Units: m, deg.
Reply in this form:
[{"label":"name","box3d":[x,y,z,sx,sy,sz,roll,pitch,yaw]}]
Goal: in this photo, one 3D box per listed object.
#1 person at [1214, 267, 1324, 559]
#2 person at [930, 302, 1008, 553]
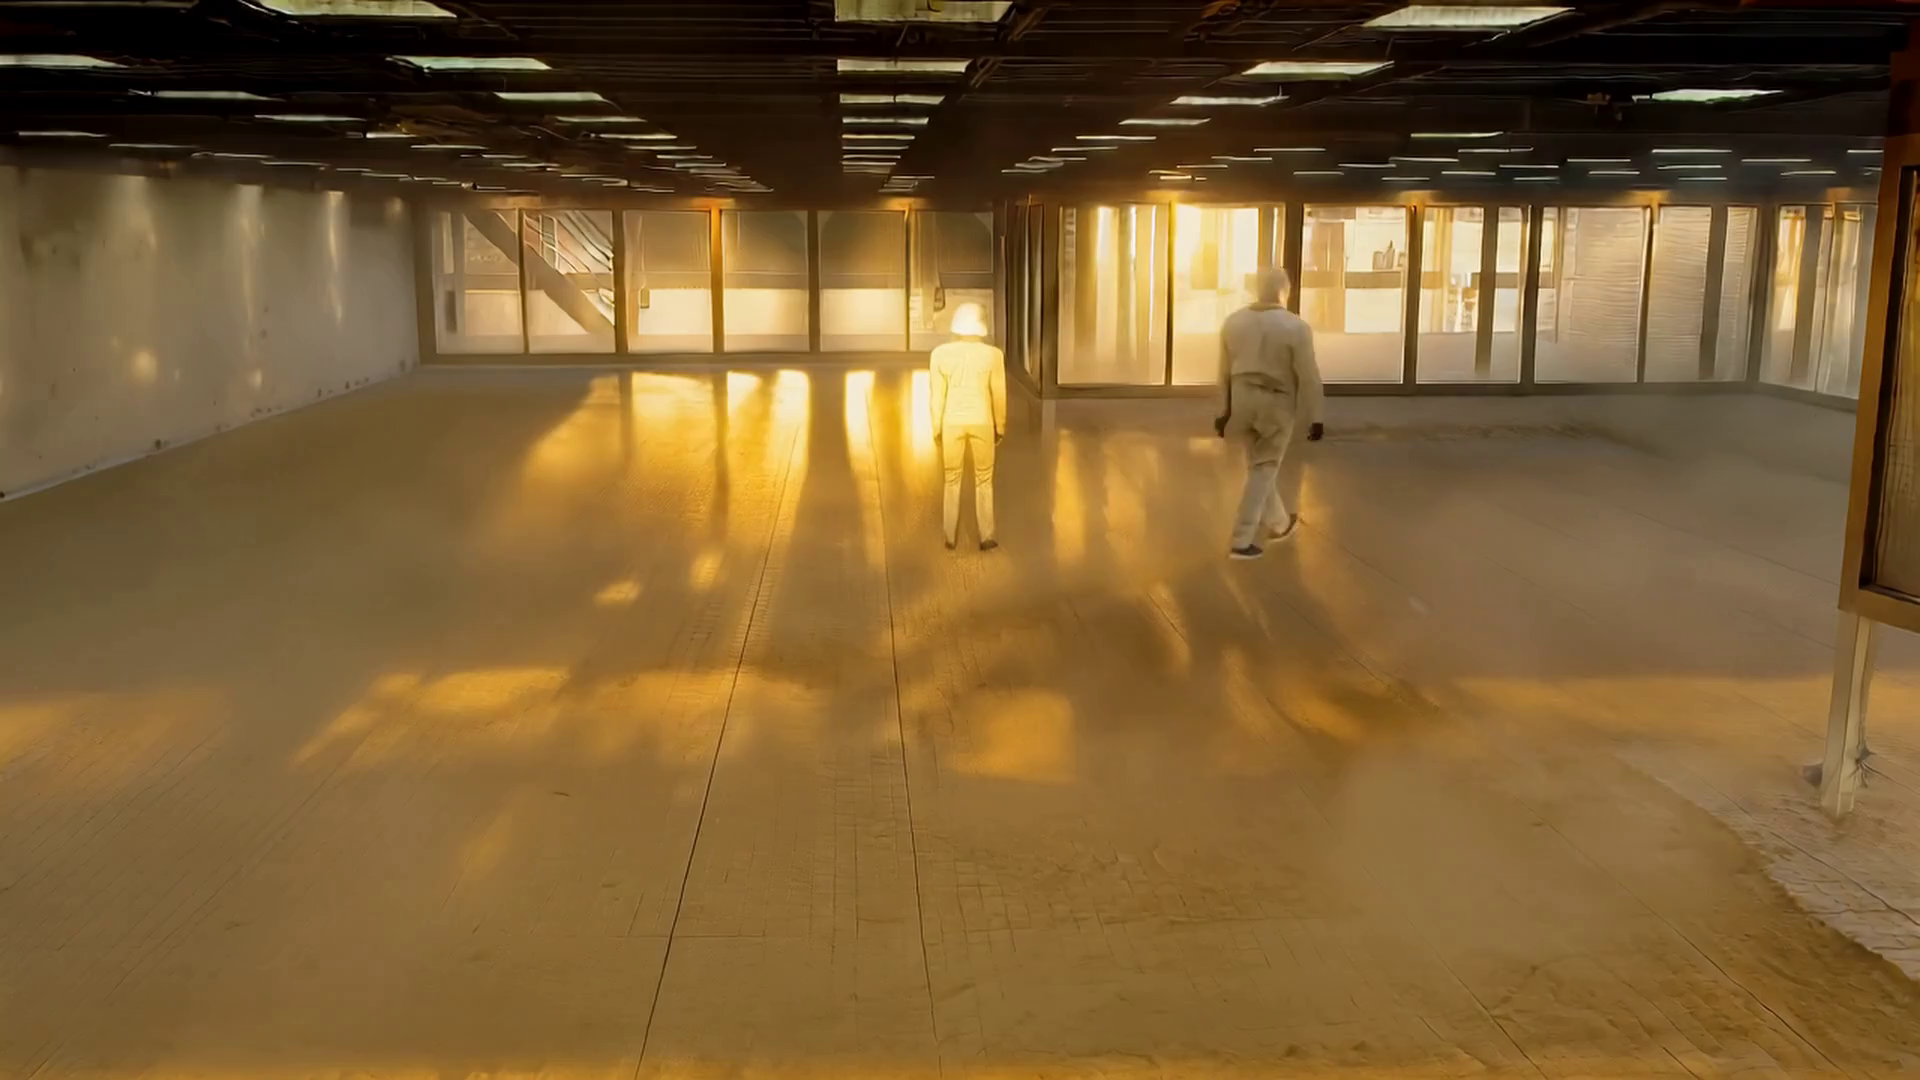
[{"label":"person","box3d":[2.048,-0.832,10.804,0.676,1.850,0.999,10,14,43]},{"label":"person","box3d":[0.059,-0.724,10.826,0.507,1.633,0.278,2,11,10]}]
